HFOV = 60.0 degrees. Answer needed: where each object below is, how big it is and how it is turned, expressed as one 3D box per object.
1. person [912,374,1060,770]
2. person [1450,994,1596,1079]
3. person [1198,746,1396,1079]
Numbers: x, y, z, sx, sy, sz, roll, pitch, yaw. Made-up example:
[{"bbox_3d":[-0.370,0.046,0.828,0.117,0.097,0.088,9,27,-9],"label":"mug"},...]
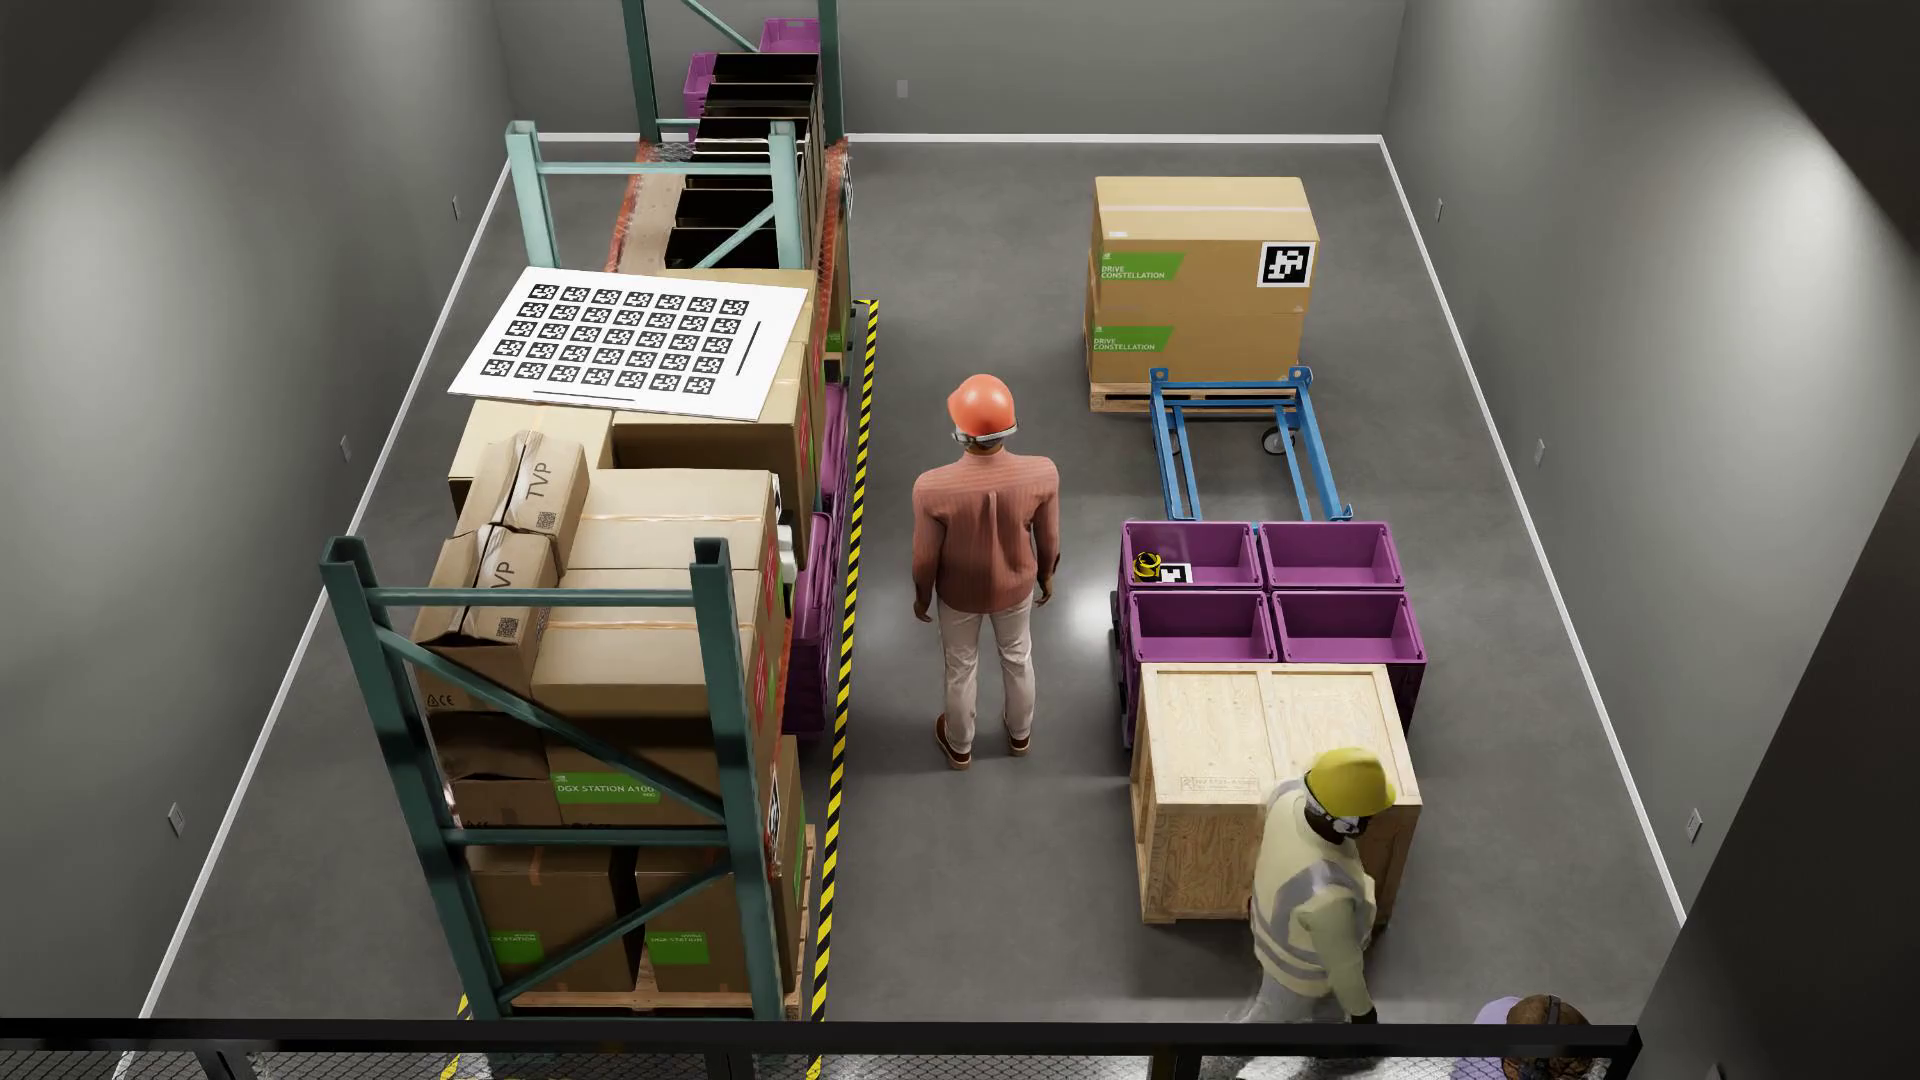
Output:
[{"bbox_3d":[0.100,0.159,6.887,0.622,1.995,0.383,-9,42,-10],"label":"person"},{"bbox_3d":[1.528,1.938,4.904,0.372,1.939,0.632,11,42,12],"label":"person"},{"bbox_3d":[1.190,1.356,5.670,0.806,1.796,0.596,0,41,0],"label":"person"}]
